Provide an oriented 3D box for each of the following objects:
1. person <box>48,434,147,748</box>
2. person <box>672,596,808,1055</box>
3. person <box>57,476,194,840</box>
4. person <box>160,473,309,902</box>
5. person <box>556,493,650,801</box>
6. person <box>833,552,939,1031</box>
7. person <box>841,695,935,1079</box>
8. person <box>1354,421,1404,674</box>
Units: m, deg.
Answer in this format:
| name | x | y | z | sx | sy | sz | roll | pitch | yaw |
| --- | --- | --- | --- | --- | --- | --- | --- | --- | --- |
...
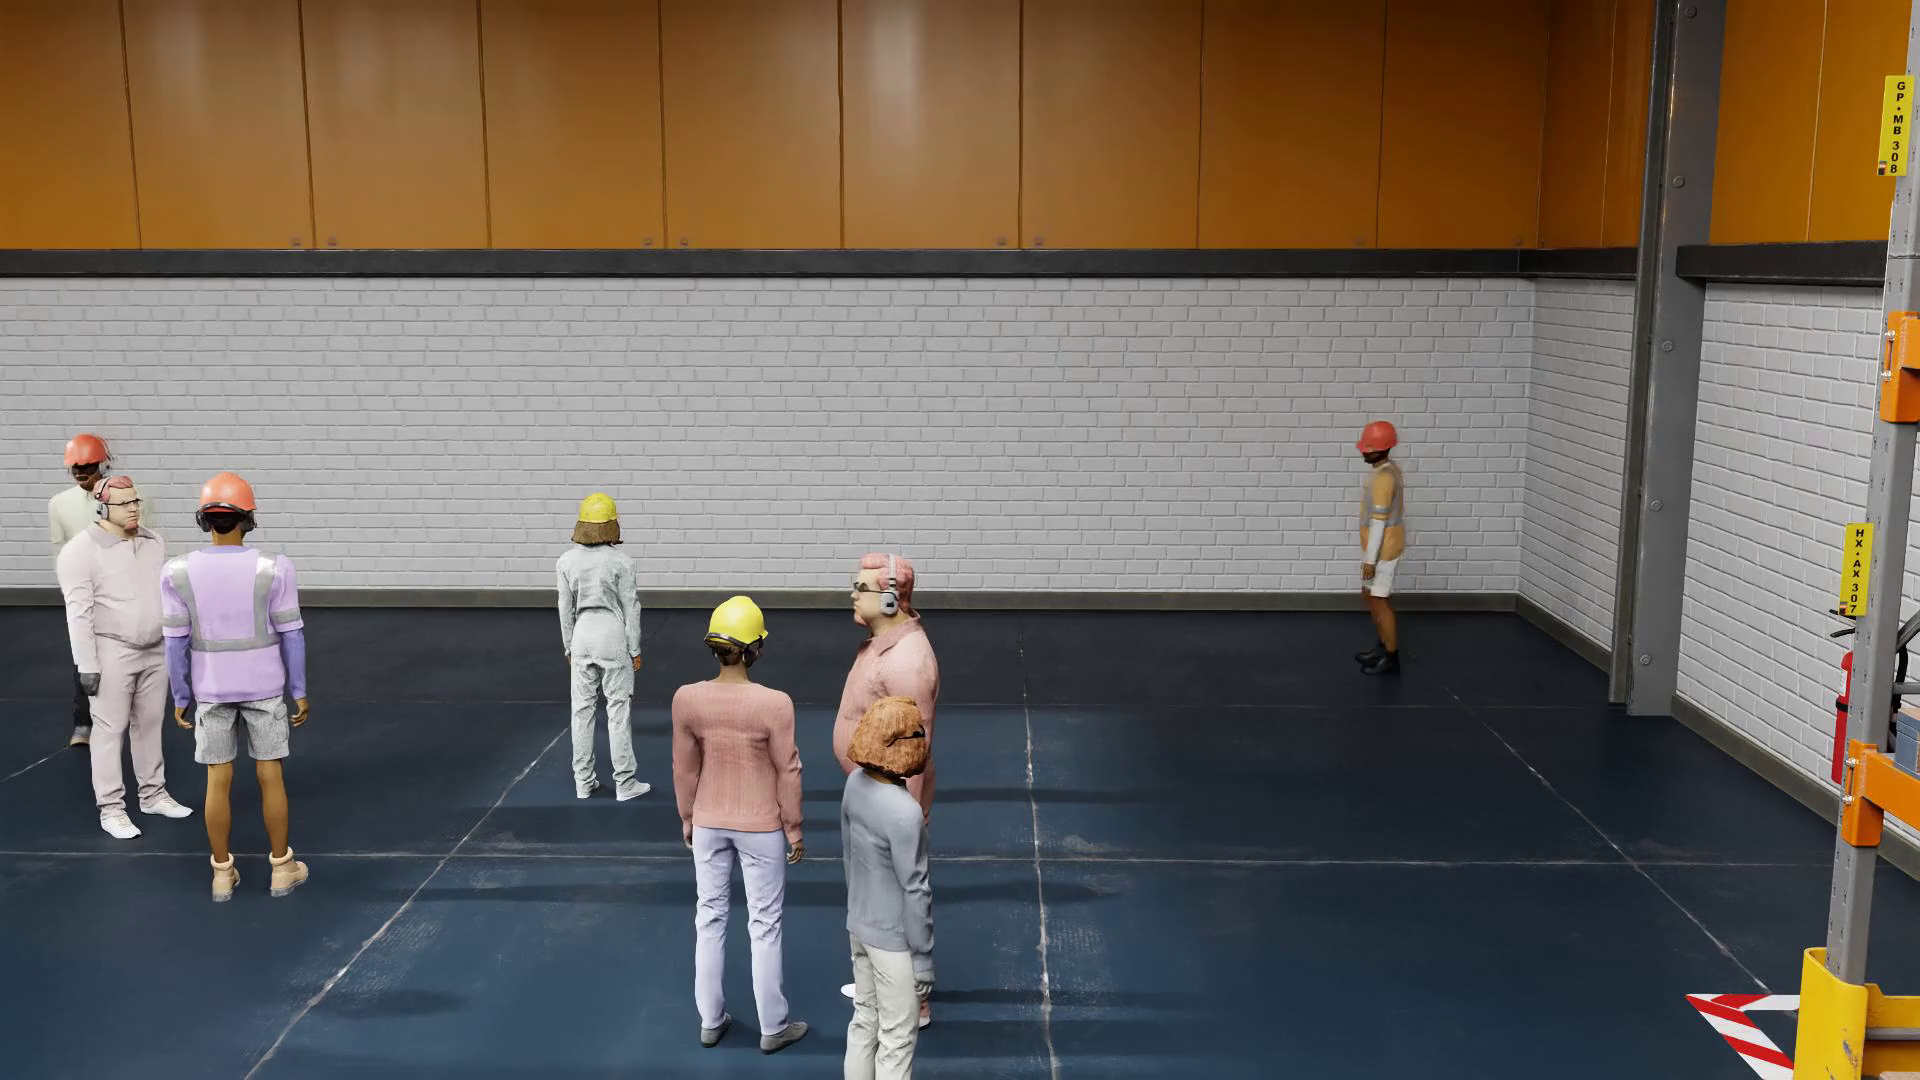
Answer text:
| name | x | y | z | sx | sy | sz | roll | pitch | yaw |
| --- | --- | --- | --- | --- | --- | --- | --- | --- | --- |
| person | -5.487 | 0.286 | 10.662 | 0.607 | 1.945 | 1.030 | -2 | 10 | -13 |
| person | -0.840 | 1.089 | 6.370 | 0.524 | 1.770 | 0.315 | 3 | 10 | 17 |
| person | -4.409 | 0.606 | 8.844 | 0.410 | 1.909 | 0.642 | 3 | 10 | 19 |
| person | -3.417 | 0.696 | 7.898 | 0.615 | 2.041 | 0.378 | -2 | 10 | -12 |
| person | -2.011 | 0.601 | 9.363 | 0.485 | 1.744 | 0.294 | 2 | 10 | 13 |
| person | -0.295 | 0.989 | 6.541 | 0.404 | 1.913 | 0.637 | -1 | 10 | -9 |
| person | -0.224 | 1.307 | 5.460 | 0.280 | 1.633 | 0.502 | -5 | 11 | -29 |
| person | 3.056 | 0.063 | 12.136 | 0.433 | 1.900 | 0.596 | 2 | 10 | 11 |
